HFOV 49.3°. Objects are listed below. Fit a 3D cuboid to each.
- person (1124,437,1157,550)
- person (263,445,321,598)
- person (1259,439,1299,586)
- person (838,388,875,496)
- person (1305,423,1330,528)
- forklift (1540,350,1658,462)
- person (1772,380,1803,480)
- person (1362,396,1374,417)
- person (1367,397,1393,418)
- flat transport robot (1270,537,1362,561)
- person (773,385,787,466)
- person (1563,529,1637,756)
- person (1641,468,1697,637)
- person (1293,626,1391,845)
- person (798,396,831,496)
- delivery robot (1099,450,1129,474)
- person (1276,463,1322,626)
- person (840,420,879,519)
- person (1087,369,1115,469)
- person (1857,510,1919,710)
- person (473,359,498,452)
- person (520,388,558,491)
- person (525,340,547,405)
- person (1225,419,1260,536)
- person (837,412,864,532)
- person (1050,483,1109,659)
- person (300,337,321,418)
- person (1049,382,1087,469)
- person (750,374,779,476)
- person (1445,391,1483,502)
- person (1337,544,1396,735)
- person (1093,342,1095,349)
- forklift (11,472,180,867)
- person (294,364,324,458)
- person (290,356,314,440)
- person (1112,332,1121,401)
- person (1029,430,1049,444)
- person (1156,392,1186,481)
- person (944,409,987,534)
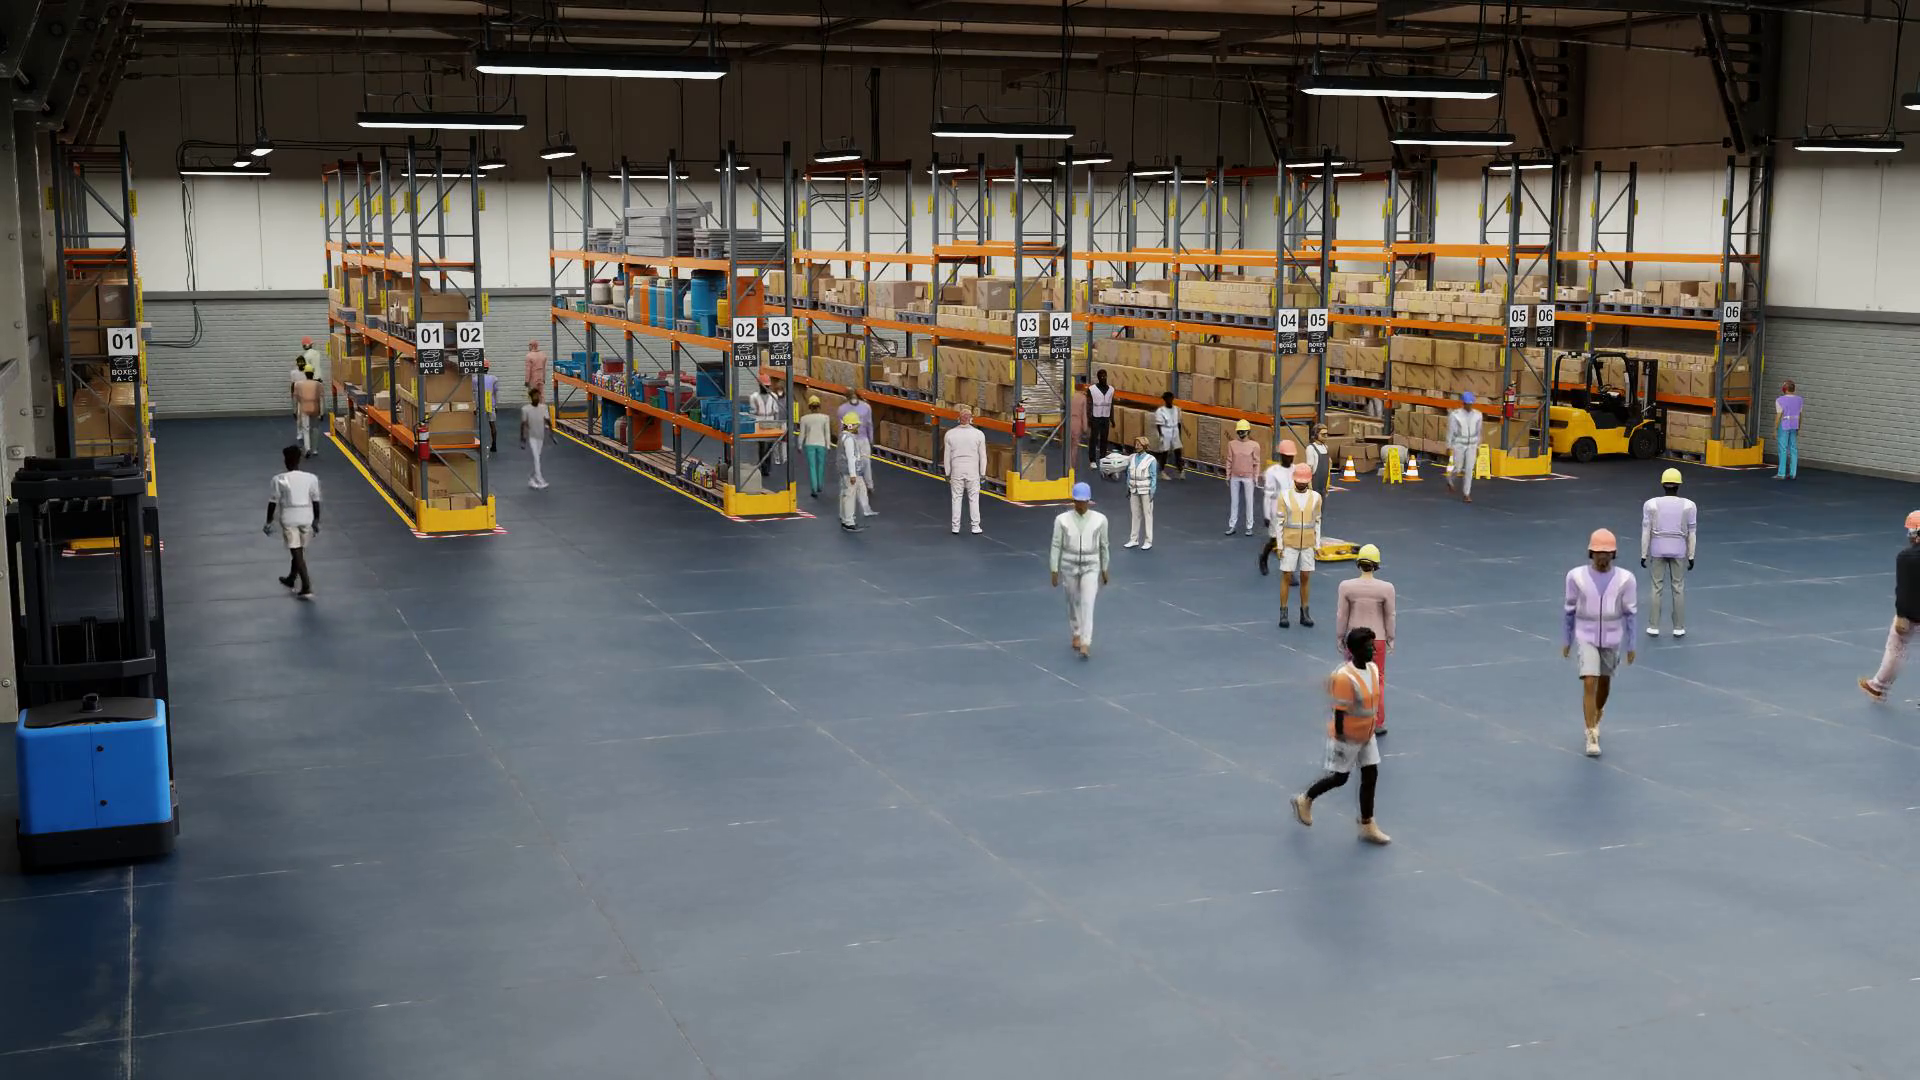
[{"bbox_3d":[2.631,-0.688,30.422,0.513,1.642,0.311,8,12,43],"label":"person"},{"bbox_3d":[-8.443,-0.237,26.537,1.031,1.913,0.624,8,12,43],"label":"person"},{"bbox_3d":[4.225,-0.385,27.510,0.550,1.918,0.749,-3,9,-19],"label":"person"},{"bbox_3d":[-1.769,-1.690,36.281,0.657,1.888,0.799,-3,9,-18],"label":"person"},{"bbox_3d":[5.173,-0.767,30.271,0.329,1.844,0.517,7,11,38],"label":"person"},{"bbox_3d":[12.897,-2.725,42.309,2.313,2.155,1.214,-3,9,-21],"label":"forklift"},{"bbox_3d":[15.284,-2.026,38.659,0.571,1.843,0.373,-3,9,-17],"label":"person"},{"bbox_3d":[9.516,-3.580,49.045,0.606,1.832,0.951,-3,9,-21],"label":"person"},{"bbox_3d":[9.369,-3.209,46.732,0.624,1.802,0.957,-2,9,-13],"label":"person"},{"bbox_3d":[5.072,0.093,29.903,0.652,0.197,1.431,-4,10,-27],"label":"flat transport robot"},{"bbox_3d":[-3.526,-2.243,40.943,0.523,1.583,0.841,-2,9,-11],"label":"person"},{"bbox_3d":[5.754,0.870,18.856,0.616,2.005,1.036,2,9,11],"label":"person"},{"bbox_3d":[8.096,0.141,23.953,0.591,1.923,0.381,2,9,15],"label":"person"},{"bbox_3d":[2.937,1.461,16.004,0.724,1.675,0.541,8,12,44],"label":"person"},{"bbox_3d":[-2.550,-1.643,36.517,0.556,1.717,0.901,-2,9,-13],"label":"person"},{"bbox_3d":[2.866,-1.432,38.814,0.477,0.478,0.707,5,10,29],"label":"delivery robot"},{"bbox_3d":[3.978,0.050,24.551,0.543,1.928,0.374,-1,9,-5],"label":"person"},{"bbox_3d":[-1.607,-1.128,33.461,0.682,1.617,0.522,1,9,5],"label":"person"},{"bbox_3d":[2.727,-2.355,40.613,0.587,1.920,0.391,-4,9,-25],"label":"person"},{"bbox_3d":[9.254,0.675,20.334,0.654,1.933,1.038,-3,9,-18],"label":"person"},{"bbox_3d":[-9.858,-2.795,43.483,0.545,1.938,0.362,-6,10,-35],"label":"person"},{"bbox_3d":[-7.525,-1.794,37.262,0.512,1.808,1.007,-7,11,-40],"label":"person"},{"bbox_3d":[-10.382,-3.919,51.087,0.401,1.904,0.649,6,10,35],"label":"person"},{"bbox_3d":[4.278,-0.948,31.735,0.523,1.769,0.321,4,9,24],"label":"person"},{"bbox_3d":[-1.683,-1.056,32.233,0.404,1.831,0.600,-2,9,-14],"label":"person"},{"bbox_3d":[1.308,0.305,22.966,0.633,1.898,0.992,1,9,6],"label":"person"},{"bbox_3d":[-15.967,-3.964,51.122,0.676,1.976,0.653,2,9,10],"label":"person"},{"bbox_3d":[1.966,-2.062,38.785,0.675,1.873,0.804,-3,9,-18],"label":"person"},{"bbox_3d":[-3.674,-2.166,39.368,0.545,1.923,0.485,-2,9,-16],"label":"person"},{"bbox_3d":[8.590,-1.615,35.728,0.618,1.913,0.652,-1,9,-7],"label":"person"},{"bbox_3d":[3.742,0.915,19.317,0.534,1.767,0.318,2,9,14],"label":"person"},{"bbox_3d":[3.300,-3.972,51.568,0.593,1.866,0.514,-5,10,-28],"label":"person"},{"bbox_3d":[-6.630,0.886,15.957,1.129,2.768,1.873,-3,9,-21],"label":"forklift"},{"bbox_3d":[-13.230,-2.634,42.594,0.597,1.890,0.938,-3,9,-20],"label":"person"},{"bbox_3d":[-14.370,-3.101,45.873,0.530,1.828,0.879,-3,9,-19],"label":"person"},{"bbox_3d":[3.909,-4.188,52.422,0.612,2.041,0.394,-1,9,-5],"label":"person"},{"bbox_3d":[1.675,-3.021,45.011,0.646,1.925,0.619,-4,9,-23],"label":"person"},{"bbox_3d":[3.874,-1.897,38.428,0.595,1.649,0.710,-4,9,-23],"label":"person"},{"bbox_3d":[0.083,-1.039,31.881,0.655,1.906,0.407,1,9,6],"label":"person"}]
